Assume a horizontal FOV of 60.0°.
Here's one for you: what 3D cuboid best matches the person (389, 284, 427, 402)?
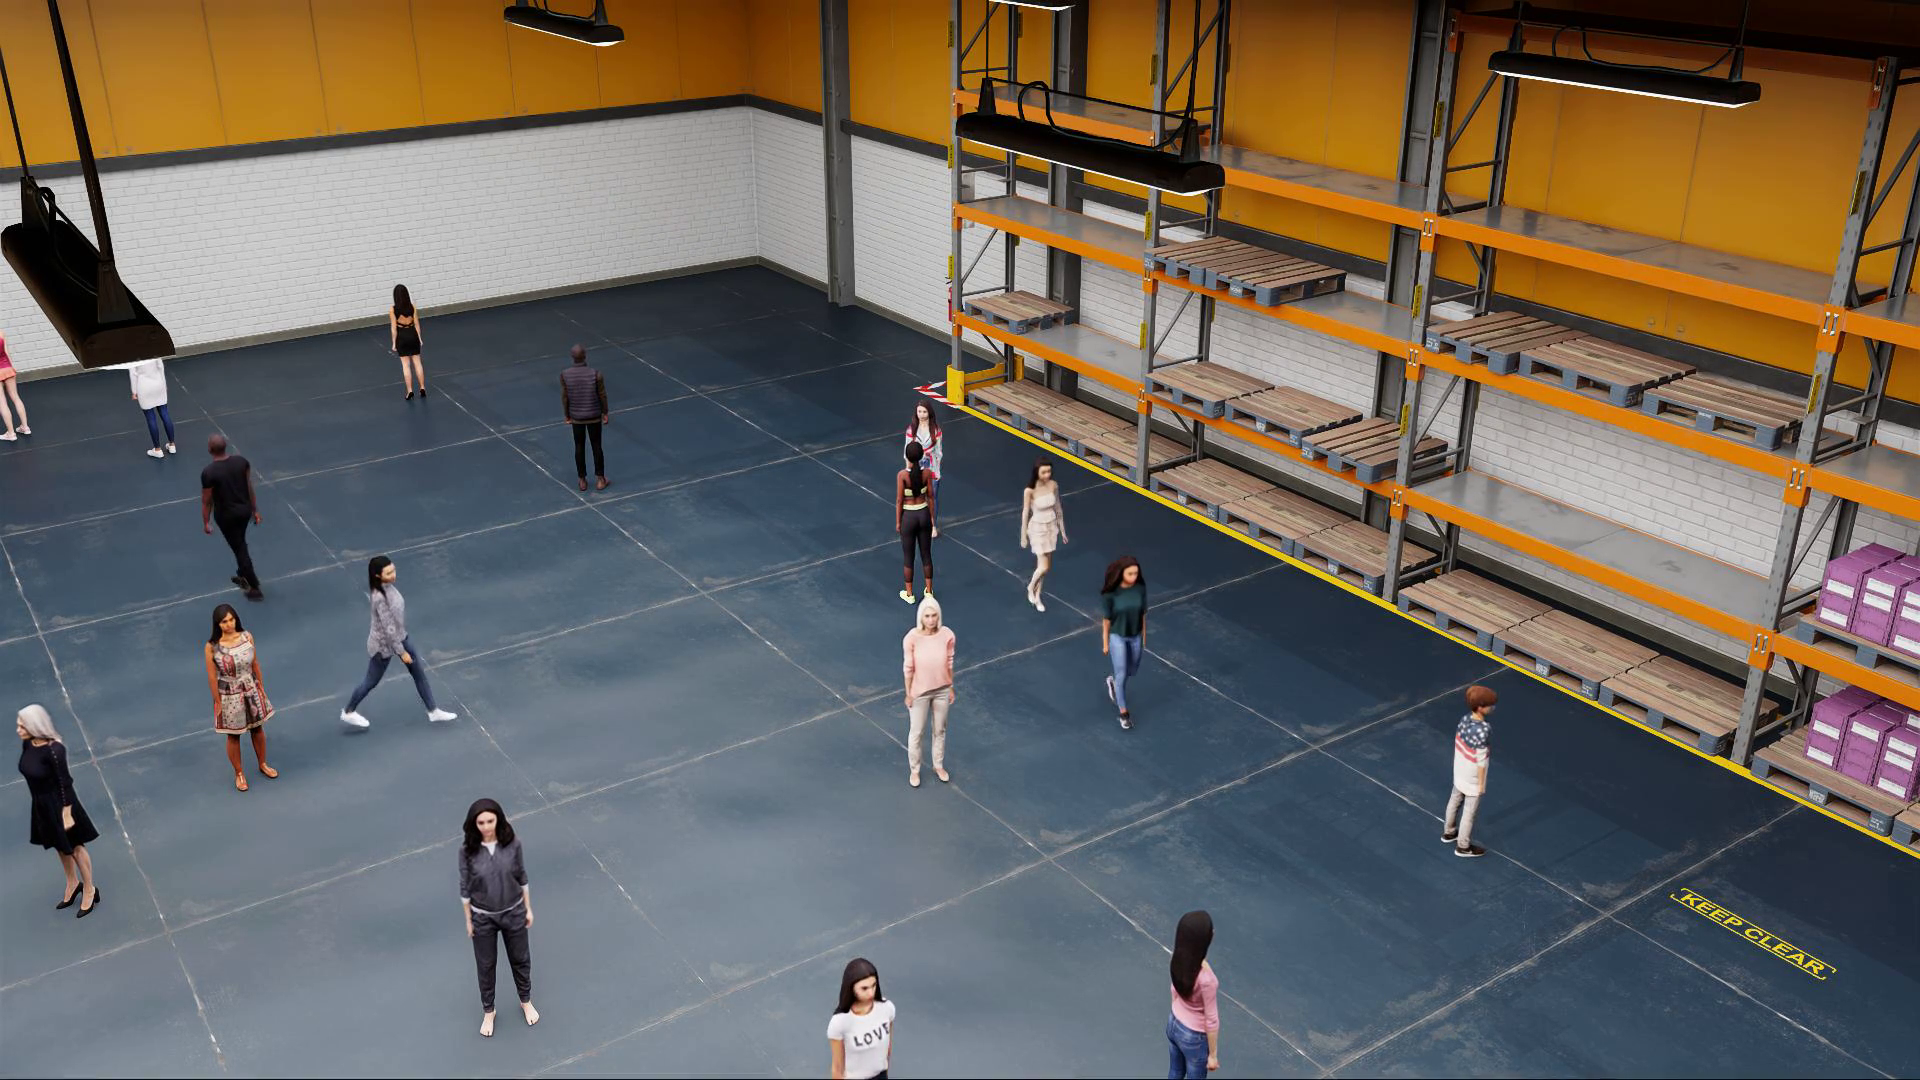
[{"bbox_3d":[-7.750,-2.775,23.320,0.569,1.648,0.488,-15,28,-31],"label":"person"}]

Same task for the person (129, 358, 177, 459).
[{"bbox_3d":[-10.336,-1.935,21.240,0.629,1.776,0.669,17,29,34],"label":"person"}]

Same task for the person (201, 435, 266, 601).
[{"bbox_3d":[-7.477,-0.206,17.253,1.005,1.800,0.861,16,28,32],"label":"person"}]

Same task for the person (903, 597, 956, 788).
[{"bbox_3d":[-0.252,1.254,14.008,0.666,1.724,0.631,-7,24,-15],"label":"person"}]

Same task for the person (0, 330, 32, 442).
[{"bbox_3d":[-12.622,-2.191,21.855,0.689,1.752,0.653,8,25,18],"label":"person"}]

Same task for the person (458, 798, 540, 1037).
[{"bbox_3d":[-3.097,2.487,11.136,0.639,1.765,0.584,-9,25,-20],"label":"person"}]

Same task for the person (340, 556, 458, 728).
[{"bbox_3d":[-5.165,0.952,14.754,1.144,1.681,1.236,-1,24,-2],"label":"person"}]

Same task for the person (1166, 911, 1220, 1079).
[{"bbox_3d":[1.390,2.973,10.053,0.655,1.742,0.491,-11,26,-24],"label":"person"}]

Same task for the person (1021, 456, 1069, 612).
[{"bbox_3d":[0.781,-0.081,17.062,0.610,1.725,0.606,-18,29,-35],"label":"person"}]

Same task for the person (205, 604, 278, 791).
[{"bbox_3d":[-6.081,1.291,14.023,0.597,1.645,0.690,21,31,39],"label":"person"}]

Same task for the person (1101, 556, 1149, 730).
[{"bbox_3d":[1.471,0.858,15.067,0.769,1.602,0.973,-7,24,-15],"label":"person"}]

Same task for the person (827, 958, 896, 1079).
[{"bbox_3d":[-0.636,3.160,9.632,0.647,1.736,1.132,-13,27,-28],"label":"person"}]

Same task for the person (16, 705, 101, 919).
[{"bbox_3d":[-6.685,1.995,12.286,0.644,1.746,0.751,13,27,27],"label":"person"}]

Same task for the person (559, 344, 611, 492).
[{"bbox_3d":[-4.539,-1.496,20.159,0.777,1.836,0.775,-1,24,-3],"label":"person"}]

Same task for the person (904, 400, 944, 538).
[{"bbox_3d":[-0.407,-0.815,18.880,0.670,1.613,0.697,1,24,1],"label":"person"}]

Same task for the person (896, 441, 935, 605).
[{"bbox_3d":[-0.460,-0.187,17.268,0.622,1.754,0.597,-7,25,-16],"label":"person"}]

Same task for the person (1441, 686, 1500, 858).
[{"bbox_3d":[4.026,1.802,13.111,0.638,1.439,0.516,-6,24,-12],"label":"person"}]
